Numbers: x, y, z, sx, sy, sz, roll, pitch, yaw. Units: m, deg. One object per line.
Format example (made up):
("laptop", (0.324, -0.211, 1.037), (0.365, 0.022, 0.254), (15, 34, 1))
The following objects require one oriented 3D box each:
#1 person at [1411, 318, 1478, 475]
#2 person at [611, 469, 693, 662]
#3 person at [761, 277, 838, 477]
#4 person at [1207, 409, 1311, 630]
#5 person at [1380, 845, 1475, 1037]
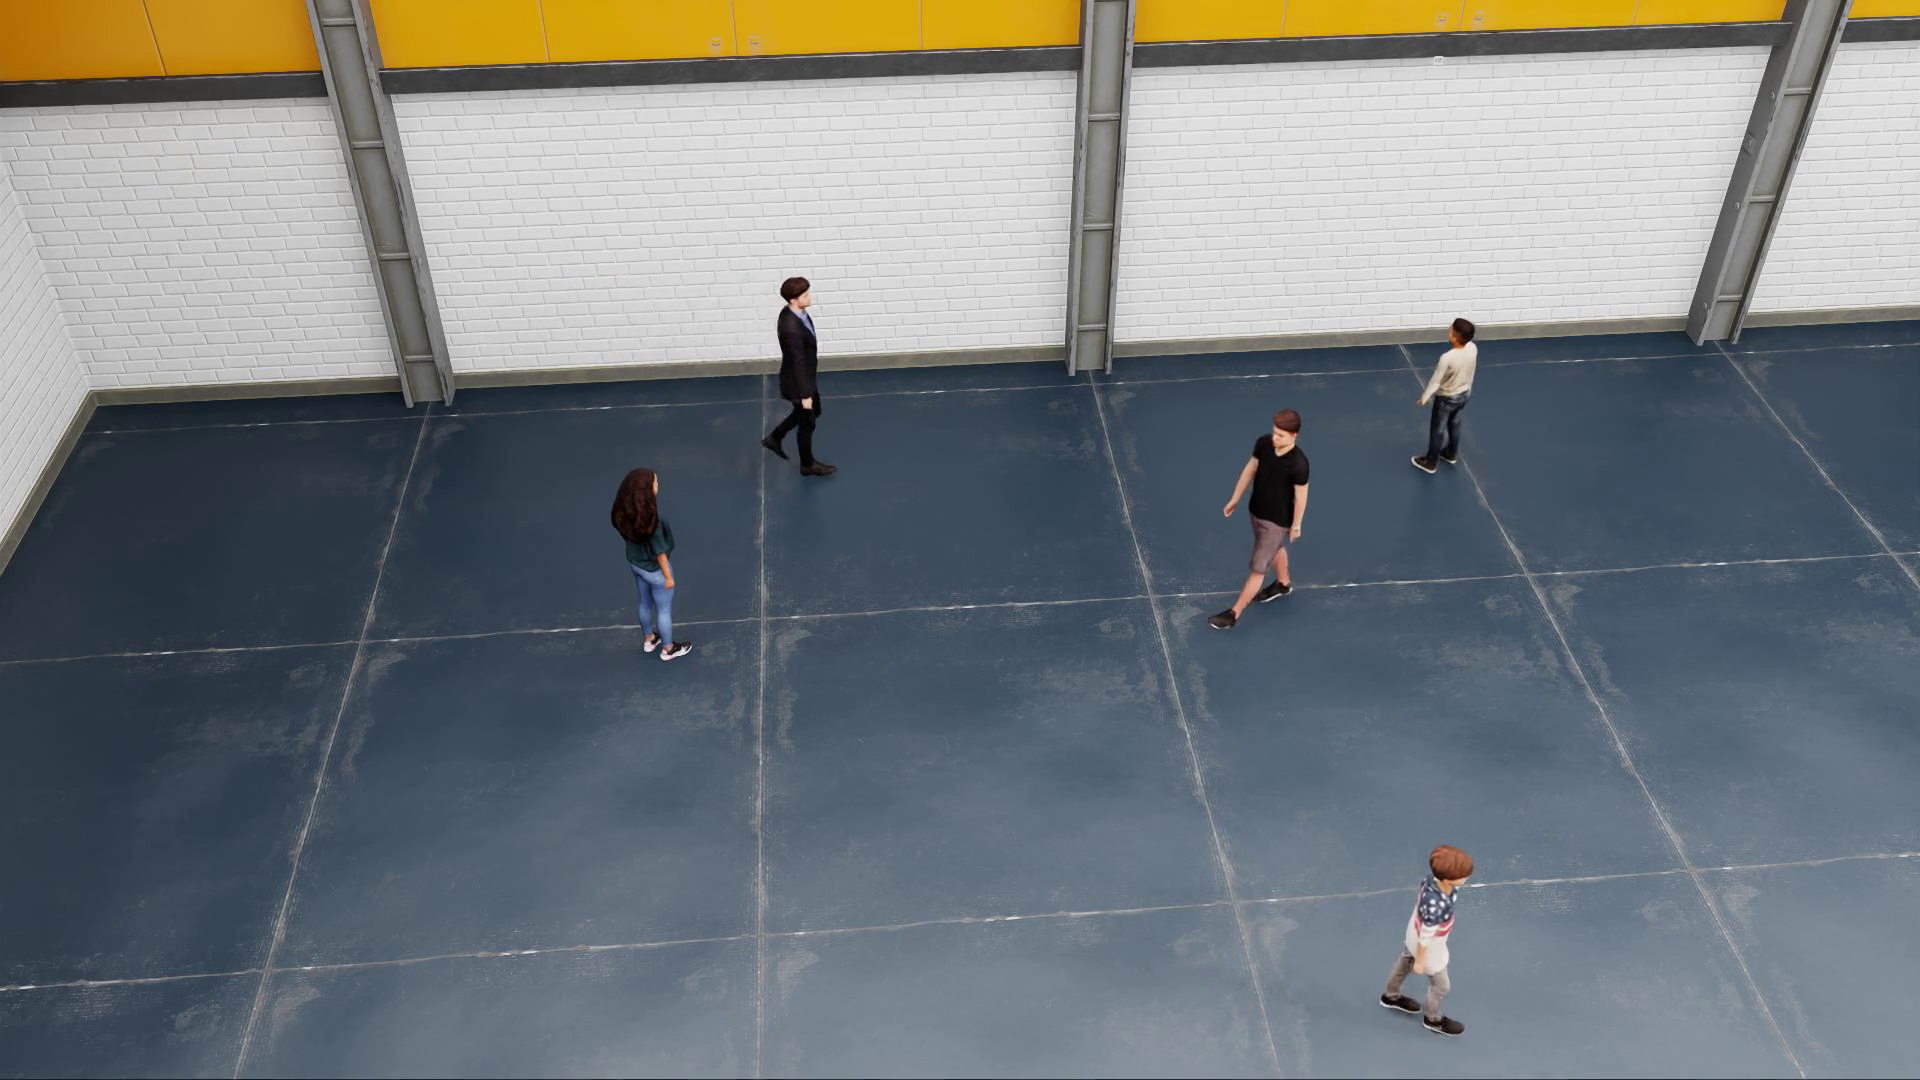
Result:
("person", (4.079, -1.165, 13.726), (0.627, 1.460, 0.740), (-19, 43, -23))
("person", (-2.223, 0.178, 11.920), (0.712, 1.616, 0.772), (28, 46, 30))
("person", (-1.379, -1.305, 13.568), (0.875, 1.877, 0.727), (0, 39, 0))
("person", (2.355, -0.210, 12.247), (1.241, 1.815, 0.976), (-19, 42, -22))
("person", (2.602, 2.247, 9.479), (0.782, 1.429, 0.656), (8, 39, 10))
